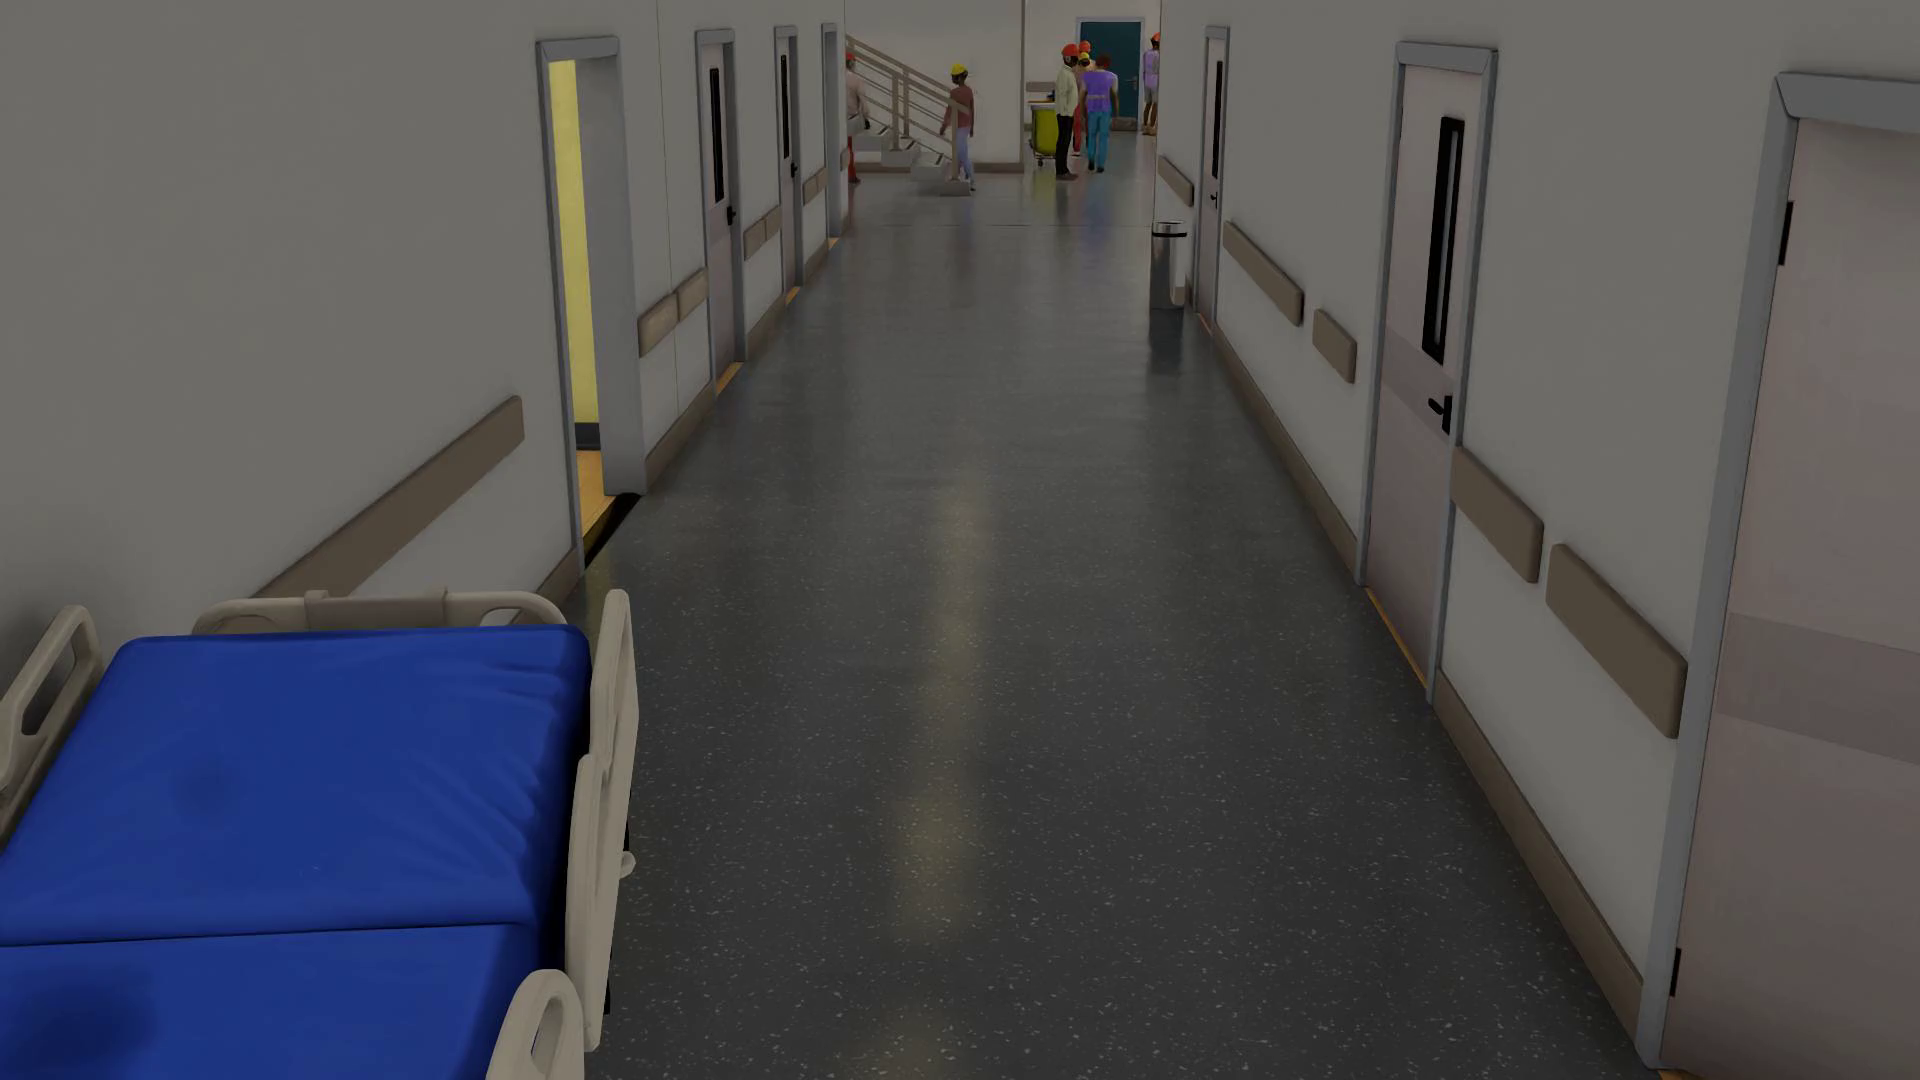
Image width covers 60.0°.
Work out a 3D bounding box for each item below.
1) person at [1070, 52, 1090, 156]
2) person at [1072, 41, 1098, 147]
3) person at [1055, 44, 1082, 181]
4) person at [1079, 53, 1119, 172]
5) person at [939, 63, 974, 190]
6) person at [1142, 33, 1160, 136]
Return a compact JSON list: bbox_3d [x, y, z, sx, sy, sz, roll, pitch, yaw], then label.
[{"bbox_3d":[2.141,-7.593,29.002,0.526,1.768,0.315,-6,18,-17],"label":"person"},{"bbox_3d":[2.284,-8.244,30.800,0.540,1.929,0.403,-3,18,-9],"label":"person"},{"bbox_3d":[1.609,-6.375,24.827,0.404,1.985,0.602,4,18,14],"label":"person"},{"bbox_3d":[2.184,-6.708,26.139,0.636,1.813,0.456,4,18,12],"label":"person"},{"bbox_3d":[-0.096,-5.822,23.475,0.730,1.743,0.531,8,19,24],"label":"person"},{"bbox_3d":[3.956,-9.235,33.746,0.409,2.028,0.618,-11,21,-31],"label":"person"}]
